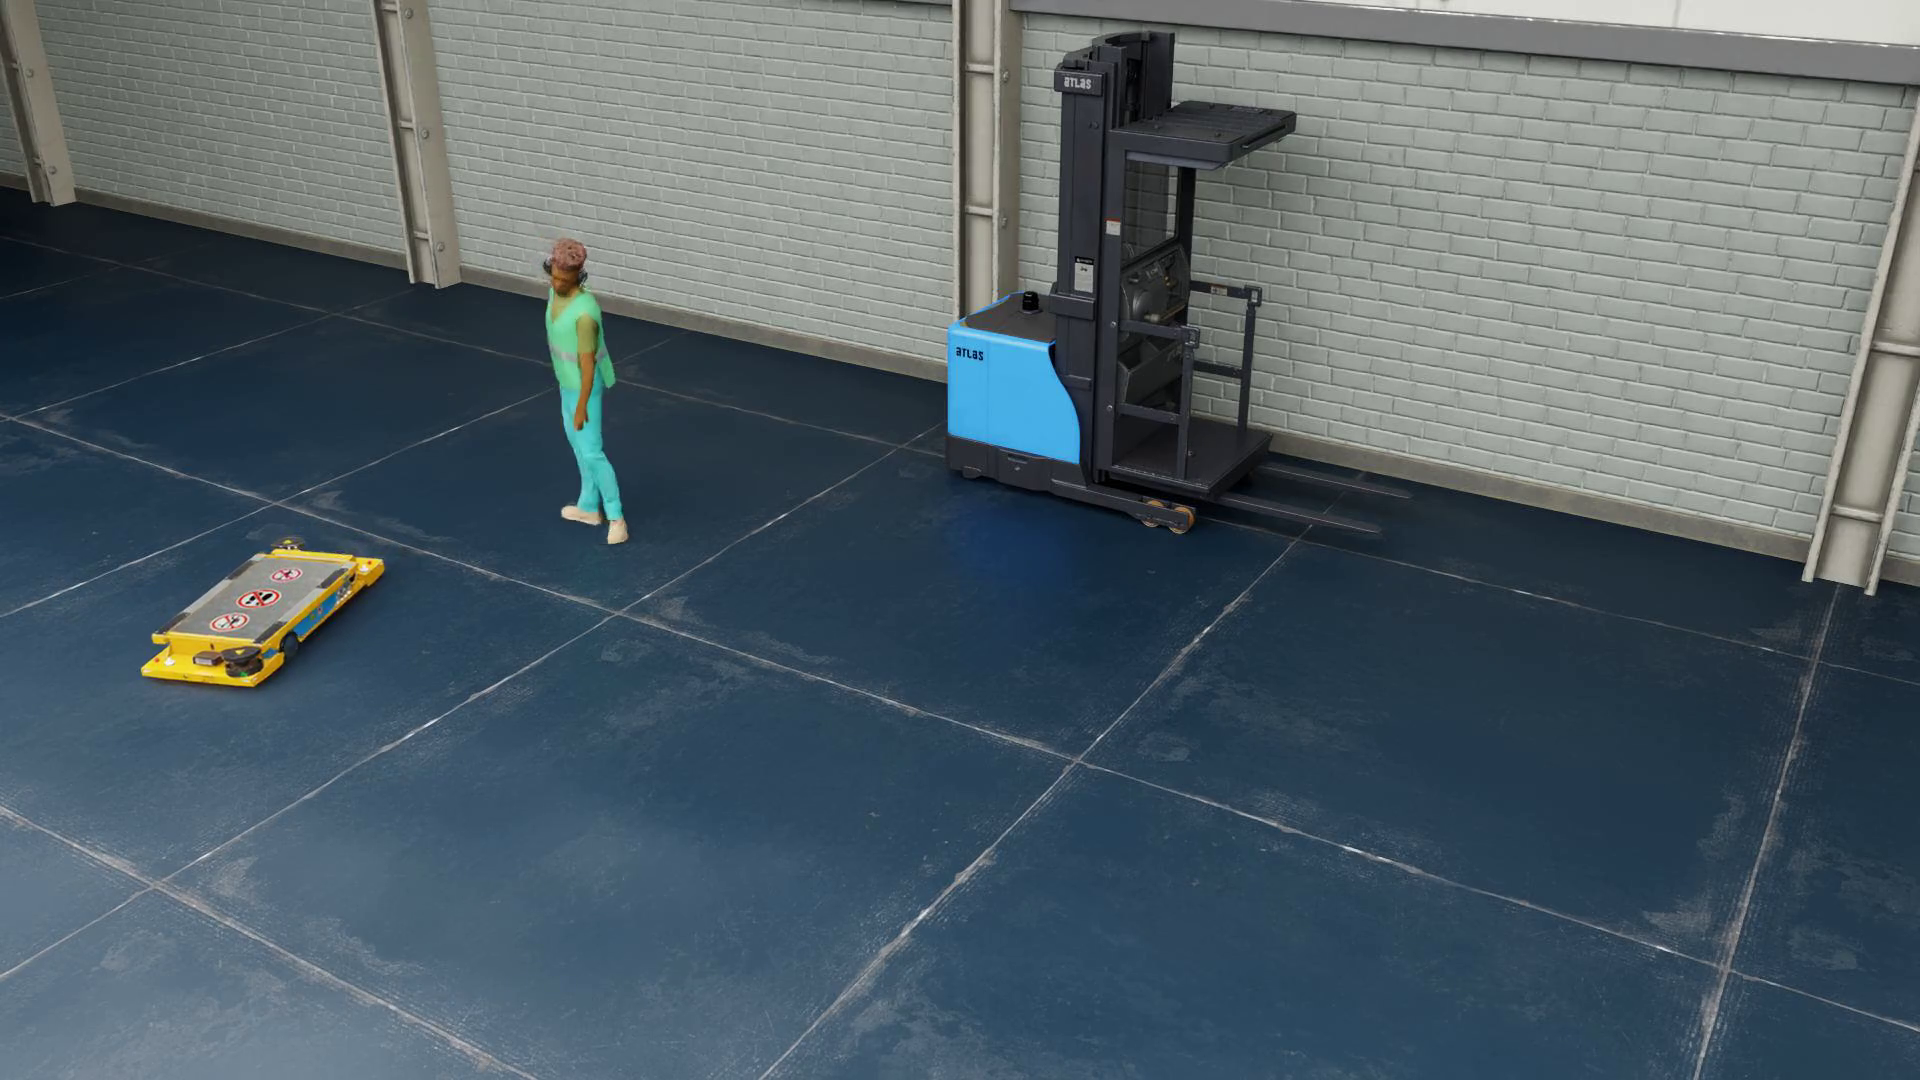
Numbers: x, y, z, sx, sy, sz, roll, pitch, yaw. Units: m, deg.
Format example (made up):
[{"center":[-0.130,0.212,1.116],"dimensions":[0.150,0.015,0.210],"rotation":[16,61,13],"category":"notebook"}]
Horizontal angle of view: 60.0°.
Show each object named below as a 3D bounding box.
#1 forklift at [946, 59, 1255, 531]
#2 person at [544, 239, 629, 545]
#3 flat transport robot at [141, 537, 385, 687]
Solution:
[{"center":[0.933,-1.707,10.833],"dimensions":[1.873,2.768,1.129],"rotation":[15,29,28],"category":"forklift"},{"center":[-2.334,-0.944,10.300],"dimensions":[0.380,1.952,0.690],"rotation":[-15,29,-28],"category":"person"},{"center":[-3.919,0.392,9.430],"dimensions":[0.659,0.231,1.431],"rotation":[4,26,9],"category":"flat transport robot"}]
